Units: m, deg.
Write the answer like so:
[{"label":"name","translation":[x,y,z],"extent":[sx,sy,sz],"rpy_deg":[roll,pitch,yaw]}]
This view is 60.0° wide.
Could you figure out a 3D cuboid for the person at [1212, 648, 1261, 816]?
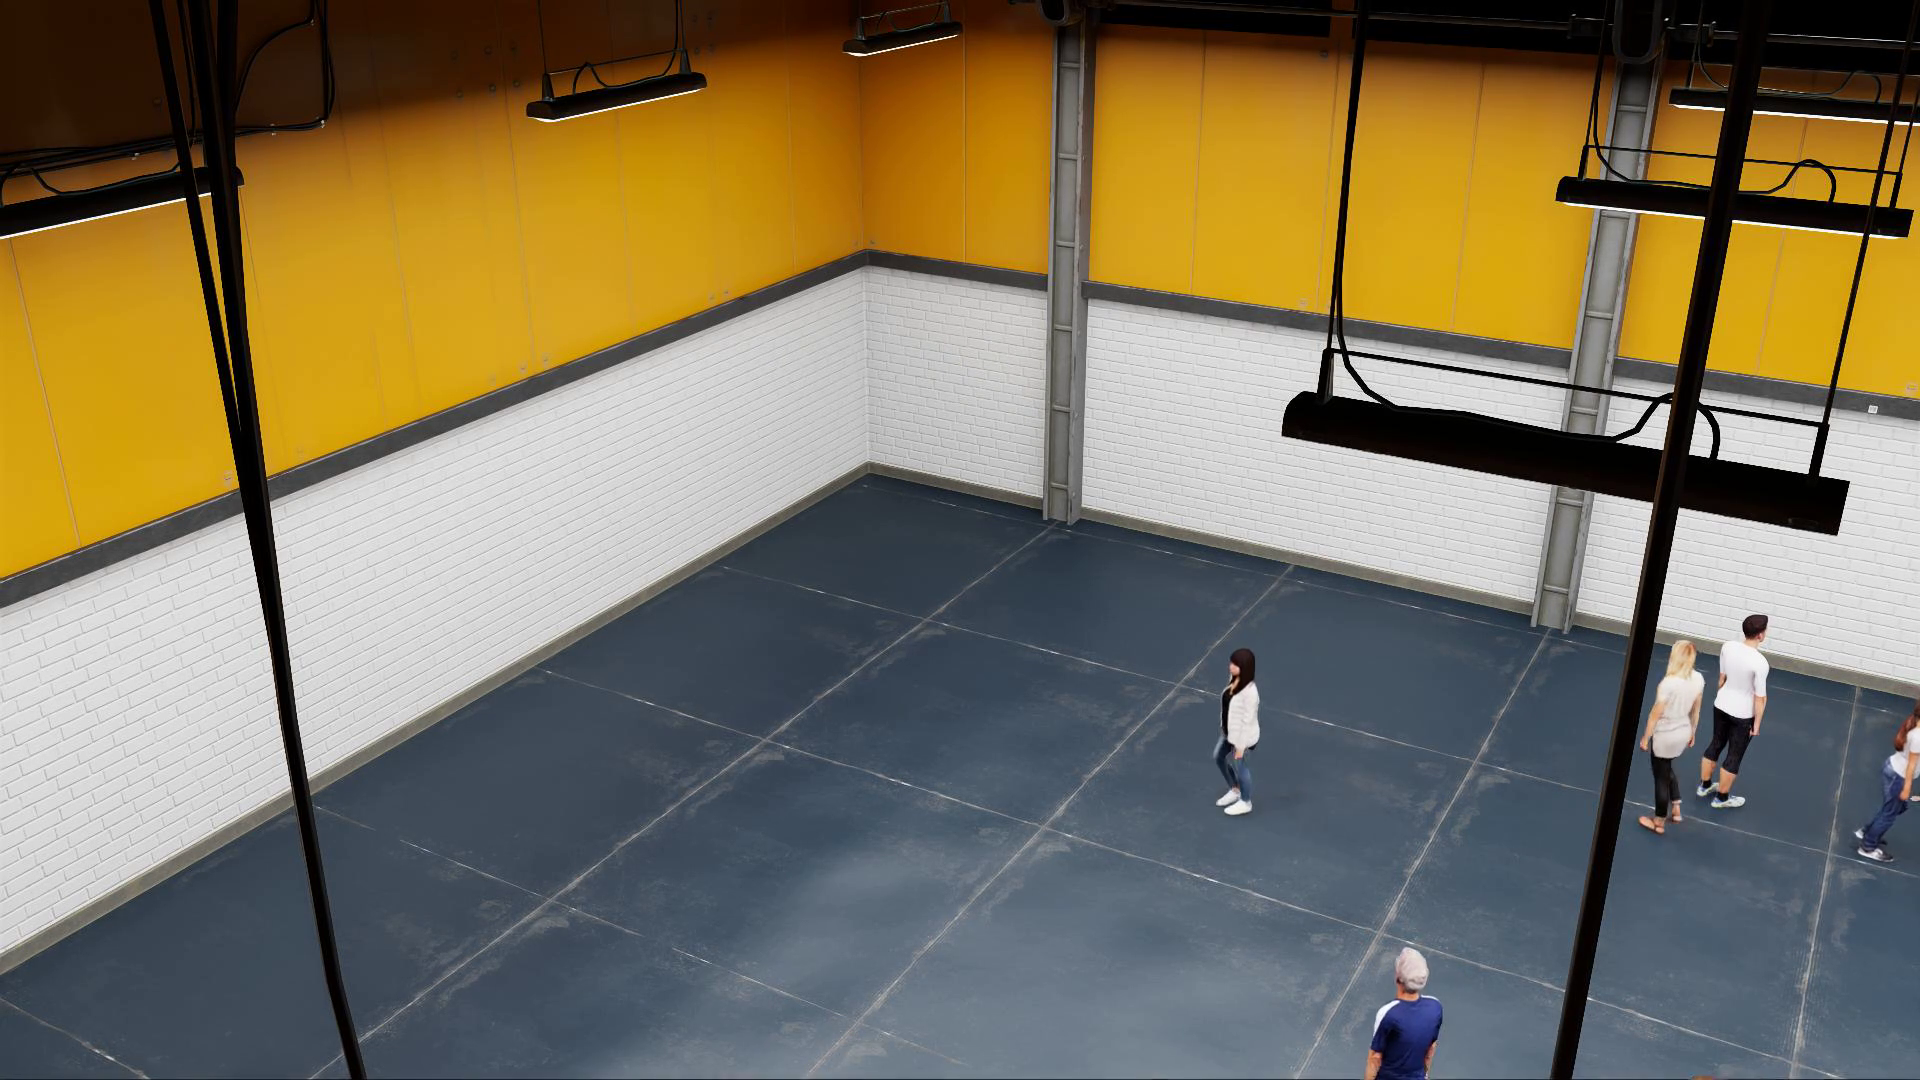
[{"label":"person","translation":[2.505,1.661,14.493],"extent":[0.794,1.624,0.733],"rpy_deg":[-6,24,-14]}]

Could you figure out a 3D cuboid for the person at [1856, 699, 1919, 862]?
[{"label":"person","translation":[7.835,1.974,13.880],"extent":[0.610,1.542,0.576],"rpy_deg":[10,26,22]}]

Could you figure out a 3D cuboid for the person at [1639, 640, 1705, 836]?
[{"label":"person","translation":[6.104,1.723,14.109],"extent":[0.744,1.817,0.796],"rpy_deg":[-11,26,-24]}]

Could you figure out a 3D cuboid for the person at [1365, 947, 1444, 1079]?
[{"label":"person","translation":[2.743,3.398,10.284],"extent":[0.905,1.813,0.993],"rpy_deg":[-11,26,-23]}]

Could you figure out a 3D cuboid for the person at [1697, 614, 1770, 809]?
[{"label":"person","translation":[6.808,1.485,14.617],"extent":[0.801,1.848,0.710],"rpy_deg":[-10,25,-21]}]
